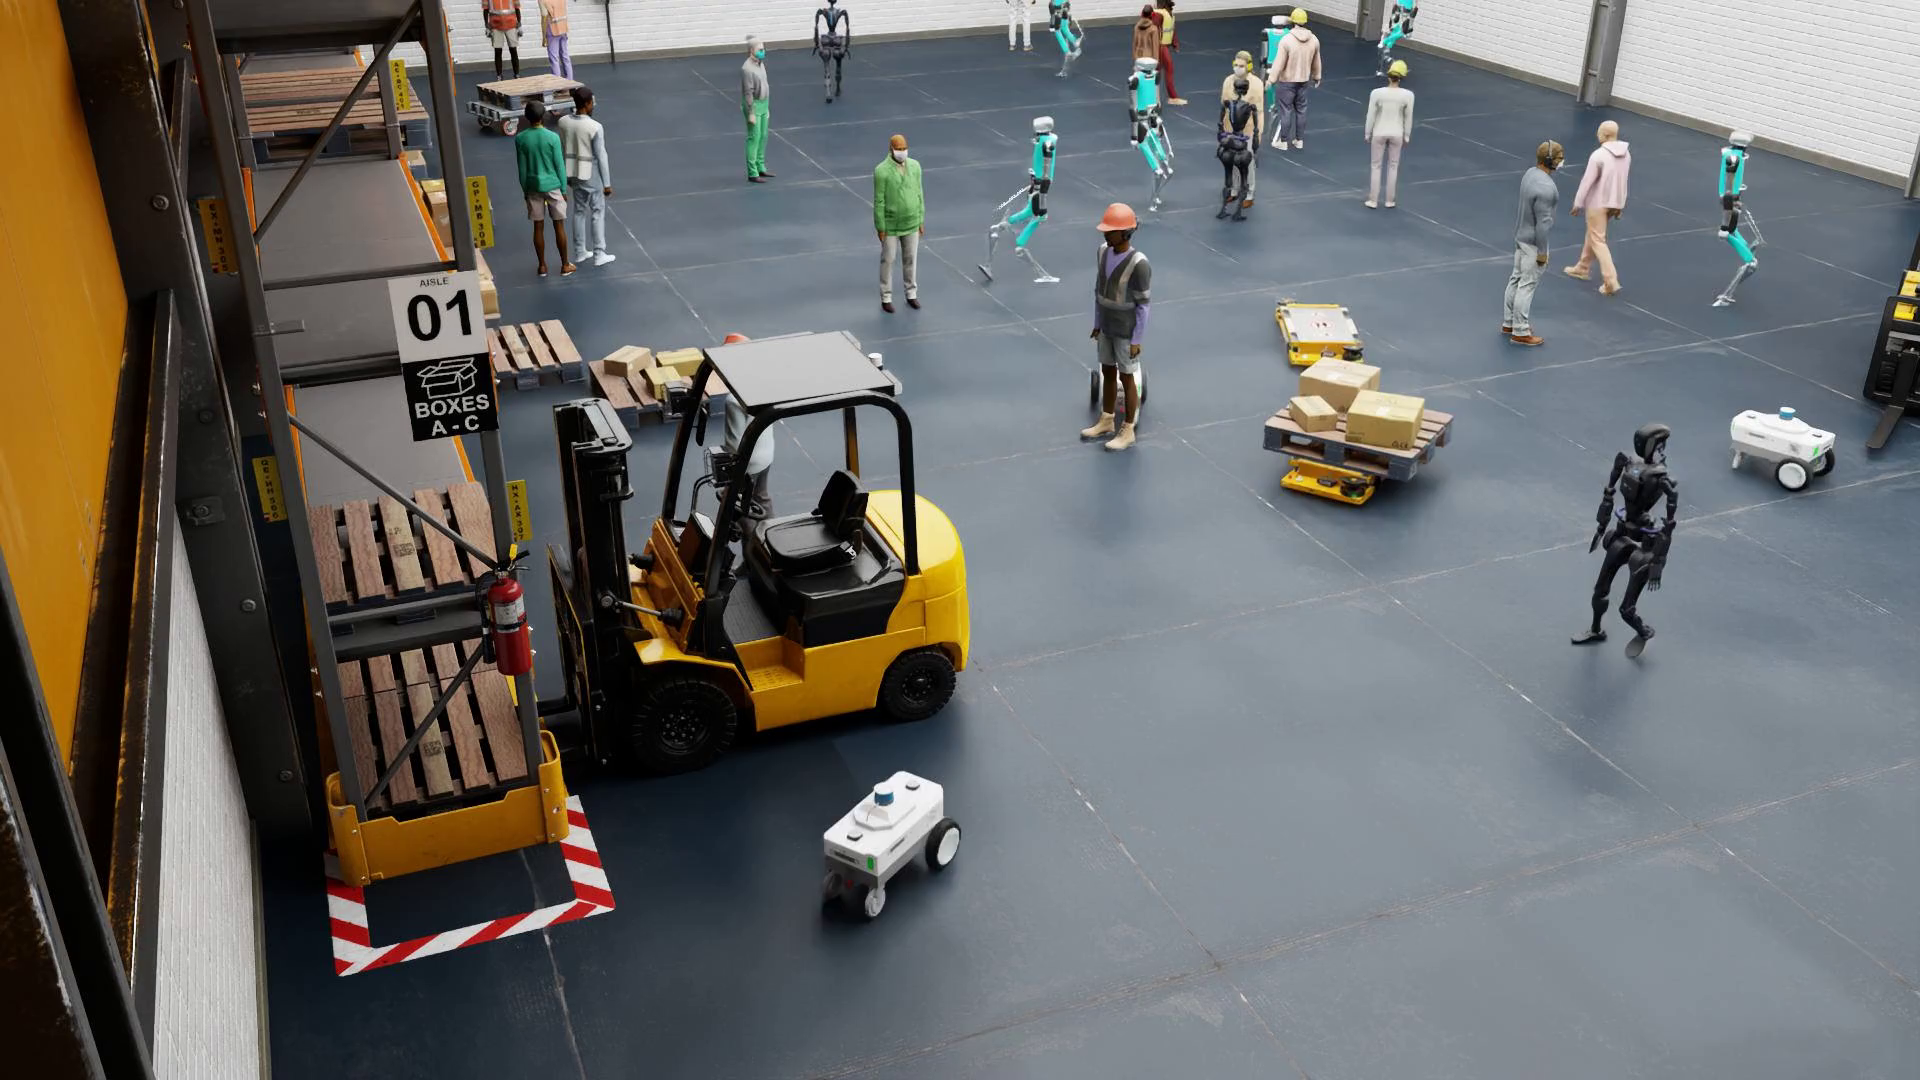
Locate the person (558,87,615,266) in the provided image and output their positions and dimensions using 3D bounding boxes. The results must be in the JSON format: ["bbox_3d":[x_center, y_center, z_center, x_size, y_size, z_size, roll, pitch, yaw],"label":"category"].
[{"bbox_3d":[-4.039,-3.914,17.954,0.599,1.904,0.394,14,30,26],"label":"person"}]

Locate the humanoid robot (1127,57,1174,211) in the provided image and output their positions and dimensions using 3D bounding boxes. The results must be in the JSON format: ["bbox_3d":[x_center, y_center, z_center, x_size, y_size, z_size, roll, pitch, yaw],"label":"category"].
[{"bbox_3d":[2.404,-4.858,20.047,0.534,1.800,0.804,-24,35,-38],"label":"humanoid robot"}]

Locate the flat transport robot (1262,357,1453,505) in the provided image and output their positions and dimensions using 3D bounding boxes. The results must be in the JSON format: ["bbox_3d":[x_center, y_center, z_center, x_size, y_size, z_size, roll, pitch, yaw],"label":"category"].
[{"bbox_3d":[3.167,-0.670,13.319,0.659,0.231,1.431,16,31,29],"label":"flat transport robot"}]

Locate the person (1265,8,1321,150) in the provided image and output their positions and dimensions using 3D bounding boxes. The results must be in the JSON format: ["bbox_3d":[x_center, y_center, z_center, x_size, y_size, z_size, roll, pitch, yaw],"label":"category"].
[{"bbox_3d":[4.568,-6.277,22.691,0.821,1.862,0.411,-9,28,-18],"label":"person"}]

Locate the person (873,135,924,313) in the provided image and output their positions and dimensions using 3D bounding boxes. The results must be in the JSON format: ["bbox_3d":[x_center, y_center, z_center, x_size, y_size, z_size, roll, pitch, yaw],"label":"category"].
[{"bbox_3d":[-0.612,-3.159,16.600,0.535,1.778,0.388,-13,30,-24],"label":"person"}]

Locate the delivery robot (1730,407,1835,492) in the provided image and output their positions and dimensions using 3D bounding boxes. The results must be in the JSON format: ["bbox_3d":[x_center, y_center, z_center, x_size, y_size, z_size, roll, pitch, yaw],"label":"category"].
[{"bbox_3d":[6.517,-0.737,13.157,0.508,0.614,0.785,-23,35,-38],"label":"delivery robot"}]

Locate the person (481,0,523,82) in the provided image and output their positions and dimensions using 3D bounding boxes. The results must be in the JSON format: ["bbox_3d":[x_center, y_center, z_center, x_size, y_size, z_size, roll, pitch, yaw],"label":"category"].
[{"bbox_3d":[-7.214,-8.126,26.267,0.603,1.963,0.368,-8,28,-15],"label":"person"}]

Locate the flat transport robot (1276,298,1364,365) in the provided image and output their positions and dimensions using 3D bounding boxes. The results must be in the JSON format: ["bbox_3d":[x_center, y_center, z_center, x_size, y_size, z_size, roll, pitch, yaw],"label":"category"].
[{"bbox_3d":[3.434,-1.986,15.937,0.659,0.231,1.431,2,27,3],"label":"flat transport robot"}]

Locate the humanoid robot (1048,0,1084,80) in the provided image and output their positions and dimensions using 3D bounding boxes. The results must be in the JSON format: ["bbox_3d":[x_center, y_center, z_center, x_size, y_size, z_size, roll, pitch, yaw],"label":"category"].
[{"bbox_3d":[1.797,-8.322,27.040,0.736,1.887,0.532,20,33,34],"label":"humanoid robot"}]

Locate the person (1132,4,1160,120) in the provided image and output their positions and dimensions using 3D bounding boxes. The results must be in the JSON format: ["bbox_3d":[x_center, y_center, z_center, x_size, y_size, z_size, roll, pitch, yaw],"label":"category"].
[{"bbox_3d":[2.710,-7.007,24.393,0.463,1.648,0.327,23,35,38],"label":"person"}]

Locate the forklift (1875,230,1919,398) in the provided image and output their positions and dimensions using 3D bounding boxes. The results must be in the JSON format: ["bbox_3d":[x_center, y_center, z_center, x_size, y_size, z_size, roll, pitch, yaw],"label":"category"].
[{"bbox_3d":[9.029,-2.397,14.618,1.214,2.155,2.313,18,32,32],"label":"forklift"}]

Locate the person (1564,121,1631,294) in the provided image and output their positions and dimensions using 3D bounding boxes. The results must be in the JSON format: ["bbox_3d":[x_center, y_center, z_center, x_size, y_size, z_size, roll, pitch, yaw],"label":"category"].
[{"bbox_3d":[6.668,-3.446,17.206,0.532,1.737,0.872,-14,30,-25],"label":"person"}]

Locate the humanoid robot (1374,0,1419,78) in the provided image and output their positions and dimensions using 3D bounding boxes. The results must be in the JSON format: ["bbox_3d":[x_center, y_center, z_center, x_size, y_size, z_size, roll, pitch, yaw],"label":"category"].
[{"bbox_3d":[6.961,-8.268,26.823,1.011,1.745,0.530,-13,30,-24],"label":"humanoid robot"}]

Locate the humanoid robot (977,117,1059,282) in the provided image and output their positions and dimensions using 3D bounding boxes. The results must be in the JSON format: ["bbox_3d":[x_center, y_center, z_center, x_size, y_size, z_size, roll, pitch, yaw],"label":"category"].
[{"bbox_3d":[0.546,-3.510,17.357,0.971,1.771,0.536,-3,27,-5],"label":"humanoid robot"}]

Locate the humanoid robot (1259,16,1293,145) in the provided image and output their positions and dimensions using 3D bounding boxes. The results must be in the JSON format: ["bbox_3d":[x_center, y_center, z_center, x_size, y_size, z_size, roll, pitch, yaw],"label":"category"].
[{"bbox_3d":[4.442,-6.320,23.021,0.540,1.880,0.653,14,30,25],"label":"humanoid robot"}]

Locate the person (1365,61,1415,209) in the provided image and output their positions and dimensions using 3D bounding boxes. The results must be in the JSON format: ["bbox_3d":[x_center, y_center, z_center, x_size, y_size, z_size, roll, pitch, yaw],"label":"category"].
[{"bbox_3d":[5.148,-4.863,20.010,0.545,1.759,0.320,5,27,9],"label":"person"}]

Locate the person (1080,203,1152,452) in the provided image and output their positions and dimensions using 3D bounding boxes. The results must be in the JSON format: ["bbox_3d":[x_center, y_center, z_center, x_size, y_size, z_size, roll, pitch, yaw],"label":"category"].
[{"bbox_3d":[1.260,-1.710,13.417,0.393,2.043,0.607,-16,31,-29],"label":"person"}]

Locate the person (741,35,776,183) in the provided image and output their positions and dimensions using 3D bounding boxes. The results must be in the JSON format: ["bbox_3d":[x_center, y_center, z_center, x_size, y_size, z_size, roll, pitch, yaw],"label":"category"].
[{"bbox_3d":[-2.586,-5.496,21.169,0.342,1.838,0.534,7,28,13],"label":"person"}]

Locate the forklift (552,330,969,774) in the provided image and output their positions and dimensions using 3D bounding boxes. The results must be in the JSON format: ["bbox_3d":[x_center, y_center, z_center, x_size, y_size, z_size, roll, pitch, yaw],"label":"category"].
[{"bbox_3d":[-1.094,0.010,9.831,2.313,2.155,1.214,-10,28,-20],"label":"forklift"}]

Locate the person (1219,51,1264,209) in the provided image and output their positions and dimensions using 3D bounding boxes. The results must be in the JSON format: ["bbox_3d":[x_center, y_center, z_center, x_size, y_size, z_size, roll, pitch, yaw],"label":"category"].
[{"bbox_3d":[3.384,-4.957,20.096,0.573,1.860,0.444,17,31,30],"label":"person"}]

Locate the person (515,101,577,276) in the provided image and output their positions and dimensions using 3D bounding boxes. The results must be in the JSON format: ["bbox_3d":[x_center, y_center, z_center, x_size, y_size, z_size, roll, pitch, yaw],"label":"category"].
[{"bbox_3d":[-4.398,-3.702,17.593,0.492,1.849,0.397,-1,27,-2],"label":"person"}]

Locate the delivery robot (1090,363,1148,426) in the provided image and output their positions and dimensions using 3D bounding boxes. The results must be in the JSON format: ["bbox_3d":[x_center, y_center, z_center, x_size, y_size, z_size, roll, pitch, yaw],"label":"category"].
[{"bbox_3d":[1.381,-1.346,14.353,0.499,0.600,0.801,1,27,2],"label":"delivery robot"}]

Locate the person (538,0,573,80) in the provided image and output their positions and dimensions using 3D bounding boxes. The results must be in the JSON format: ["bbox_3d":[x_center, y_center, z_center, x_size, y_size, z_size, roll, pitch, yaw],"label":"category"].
[{"bbox_3d":[-6.275,-7.856,25.871,0.380,1.835,0.562,14,30,26],"label":"person"}]

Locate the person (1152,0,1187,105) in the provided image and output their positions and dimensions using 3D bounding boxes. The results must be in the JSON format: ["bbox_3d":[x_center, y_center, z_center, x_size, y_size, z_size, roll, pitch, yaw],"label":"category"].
[{"bbox_3d":[3.052,-7.540,25.365,0.905,1.734,0.481,12,29,22],"label":"person"}]

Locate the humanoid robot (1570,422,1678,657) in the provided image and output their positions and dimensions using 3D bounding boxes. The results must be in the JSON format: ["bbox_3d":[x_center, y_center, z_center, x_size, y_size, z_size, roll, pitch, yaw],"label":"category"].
[{"bbox_3d":[4.267,-0.008,10.438,0.439,1.631,0.589,-13,29,-23],"label":"humanoid robot"}]

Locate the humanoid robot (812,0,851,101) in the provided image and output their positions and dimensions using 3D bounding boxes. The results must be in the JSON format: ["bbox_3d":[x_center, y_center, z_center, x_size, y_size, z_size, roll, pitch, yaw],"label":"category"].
[{"bbox_3d":[-1.990,-7.626,25.662,0.601,1.645,0.782,1,27,1],"label":"humanoid robot"}]

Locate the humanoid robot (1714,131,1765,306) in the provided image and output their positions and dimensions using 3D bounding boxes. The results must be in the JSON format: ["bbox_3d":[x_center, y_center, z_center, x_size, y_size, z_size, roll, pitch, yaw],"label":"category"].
[{"bbox_3d":[7.871,-3.178,16.696,0.683,1.804,0.550,12,29,22],"label":"humanoid robot"}]

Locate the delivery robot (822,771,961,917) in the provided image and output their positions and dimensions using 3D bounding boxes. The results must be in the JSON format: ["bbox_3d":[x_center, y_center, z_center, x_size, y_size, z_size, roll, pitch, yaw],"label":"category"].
[{"bbox_3d":[-0.374,1.528,8.645,0.499,0.608,0.793,16,31,29],"label":"delivery robot"}]

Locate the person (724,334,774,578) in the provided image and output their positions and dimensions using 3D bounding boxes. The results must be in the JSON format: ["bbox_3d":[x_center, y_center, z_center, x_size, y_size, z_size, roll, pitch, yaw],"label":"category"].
[{"bbox_3d":[-1.476,-0.588,11.523,0.351,1.737,0.572,9,28,17],"label":"person"}]

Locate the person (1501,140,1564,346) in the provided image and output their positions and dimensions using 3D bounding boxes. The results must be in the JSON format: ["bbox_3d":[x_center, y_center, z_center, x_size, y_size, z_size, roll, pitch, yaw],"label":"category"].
[{"bbox_3d":[5.425,-2.810,15.720,0.370,1.939,0.630,0,27,0],"label":"person"}]

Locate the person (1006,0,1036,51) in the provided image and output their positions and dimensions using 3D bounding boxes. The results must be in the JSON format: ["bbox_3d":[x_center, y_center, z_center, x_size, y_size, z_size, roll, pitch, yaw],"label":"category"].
[{"bbox_3d":[1.063,-9.586,29.261,0.574,1.882,0.356,6,27,11],"label":"person"}]

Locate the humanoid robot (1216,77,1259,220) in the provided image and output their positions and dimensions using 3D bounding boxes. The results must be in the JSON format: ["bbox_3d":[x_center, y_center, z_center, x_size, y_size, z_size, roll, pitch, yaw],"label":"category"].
[{"bbox_3d":[3.262,-4.615,19.591,0.603,1.647,0.350,24,35,39],"label":"humanoid robot"}]
